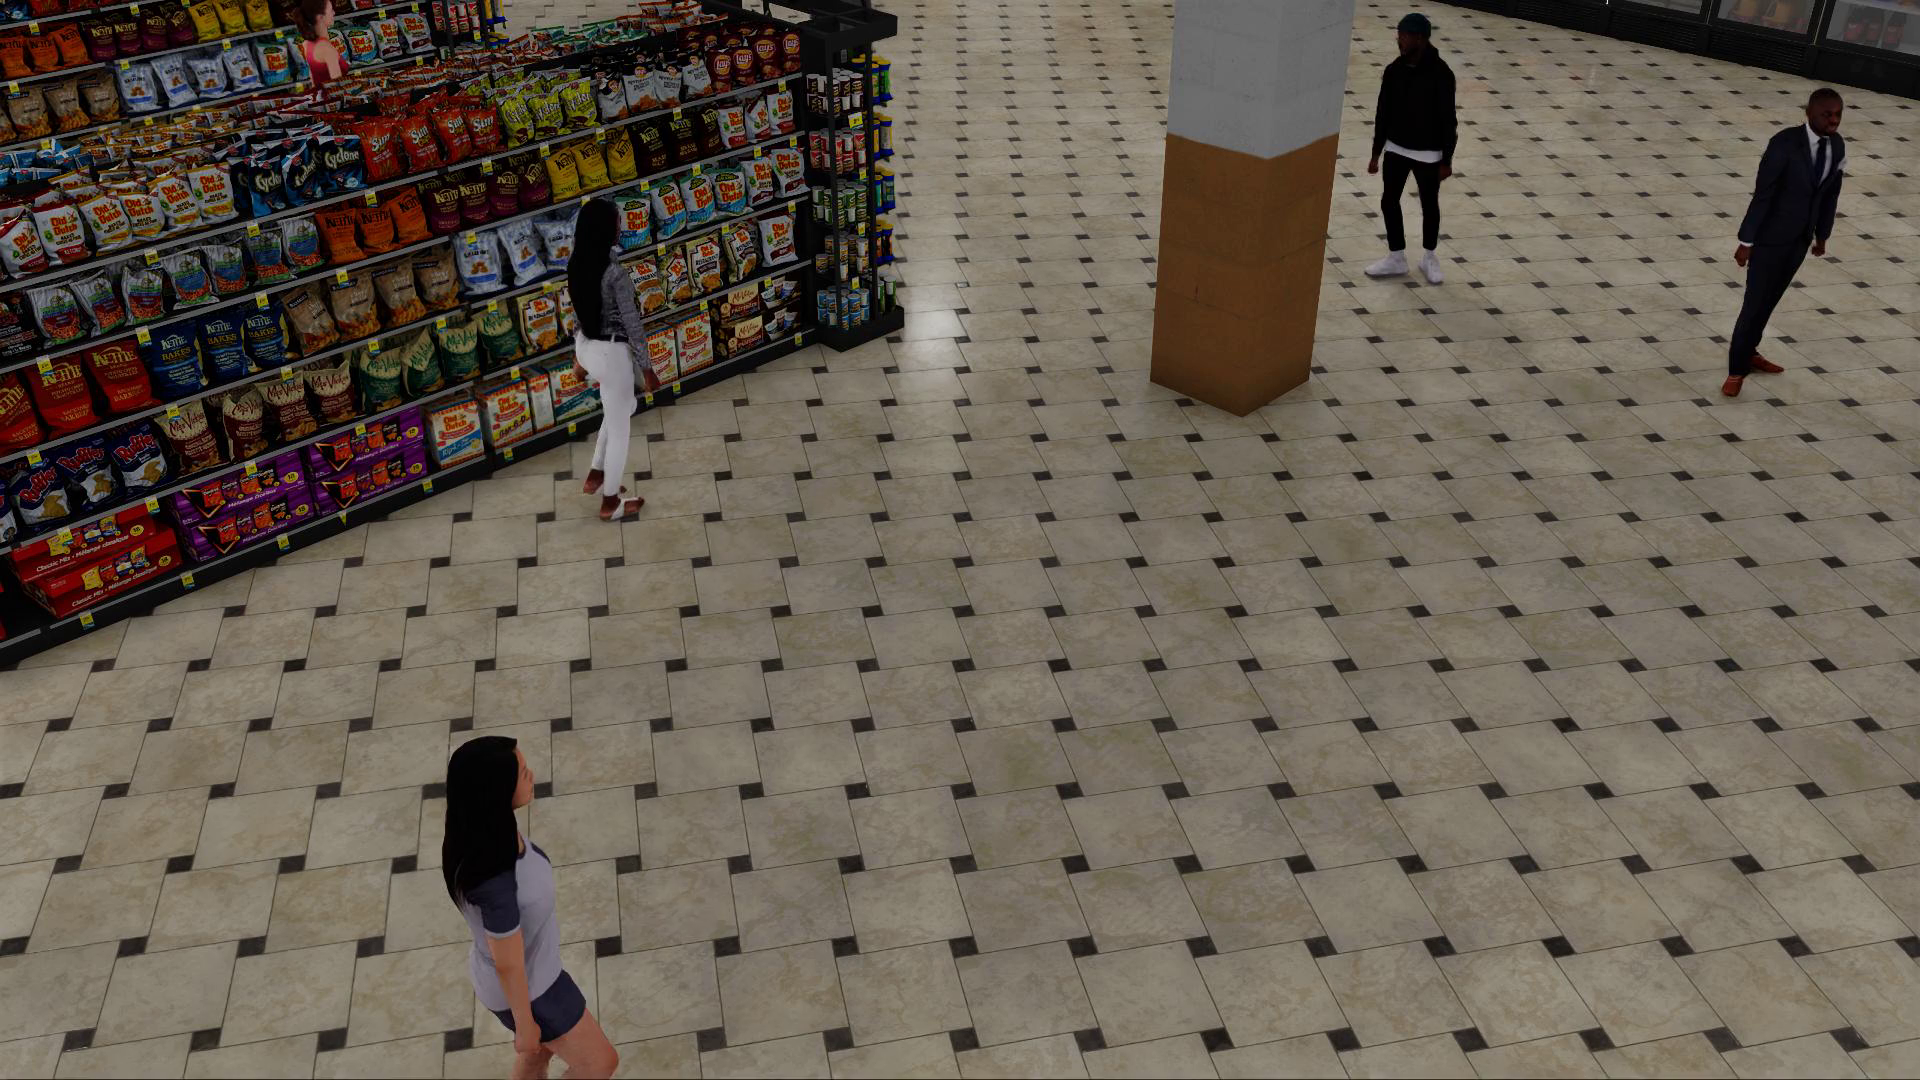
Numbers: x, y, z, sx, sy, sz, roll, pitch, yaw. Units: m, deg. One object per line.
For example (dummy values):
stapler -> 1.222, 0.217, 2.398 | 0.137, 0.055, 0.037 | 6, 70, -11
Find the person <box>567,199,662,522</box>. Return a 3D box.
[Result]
person -> -1.848, -0.838, 8.358 | 0.621, 1.701, 0.618 | -24, 39, -33

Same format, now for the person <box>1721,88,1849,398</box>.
person -> 4.811, -1.778, 9.767 | 0.842, 1.808, 0.988 | -16, 35, -24

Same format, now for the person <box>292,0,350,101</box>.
person -> -4.443, -2.929, 11.682 | 0.666, 1.739, 0.558 | -28, 41, -37

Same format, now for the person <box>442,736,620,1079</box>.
person -> -1.369, 1.301, 4.925 | 0.736, 1.695, 0.710 | -11, 34, -18

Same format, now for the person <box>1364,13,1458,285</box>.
person -> 3.064, -2.592, 11.101 | 0.783, 1.782, 0.690 | 16, 35, 23

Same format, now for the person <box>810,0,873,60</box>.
person -> -0.929, -4.113, 13.474 | 0.992, 1.856, 0.999 | -8, 33, -13
